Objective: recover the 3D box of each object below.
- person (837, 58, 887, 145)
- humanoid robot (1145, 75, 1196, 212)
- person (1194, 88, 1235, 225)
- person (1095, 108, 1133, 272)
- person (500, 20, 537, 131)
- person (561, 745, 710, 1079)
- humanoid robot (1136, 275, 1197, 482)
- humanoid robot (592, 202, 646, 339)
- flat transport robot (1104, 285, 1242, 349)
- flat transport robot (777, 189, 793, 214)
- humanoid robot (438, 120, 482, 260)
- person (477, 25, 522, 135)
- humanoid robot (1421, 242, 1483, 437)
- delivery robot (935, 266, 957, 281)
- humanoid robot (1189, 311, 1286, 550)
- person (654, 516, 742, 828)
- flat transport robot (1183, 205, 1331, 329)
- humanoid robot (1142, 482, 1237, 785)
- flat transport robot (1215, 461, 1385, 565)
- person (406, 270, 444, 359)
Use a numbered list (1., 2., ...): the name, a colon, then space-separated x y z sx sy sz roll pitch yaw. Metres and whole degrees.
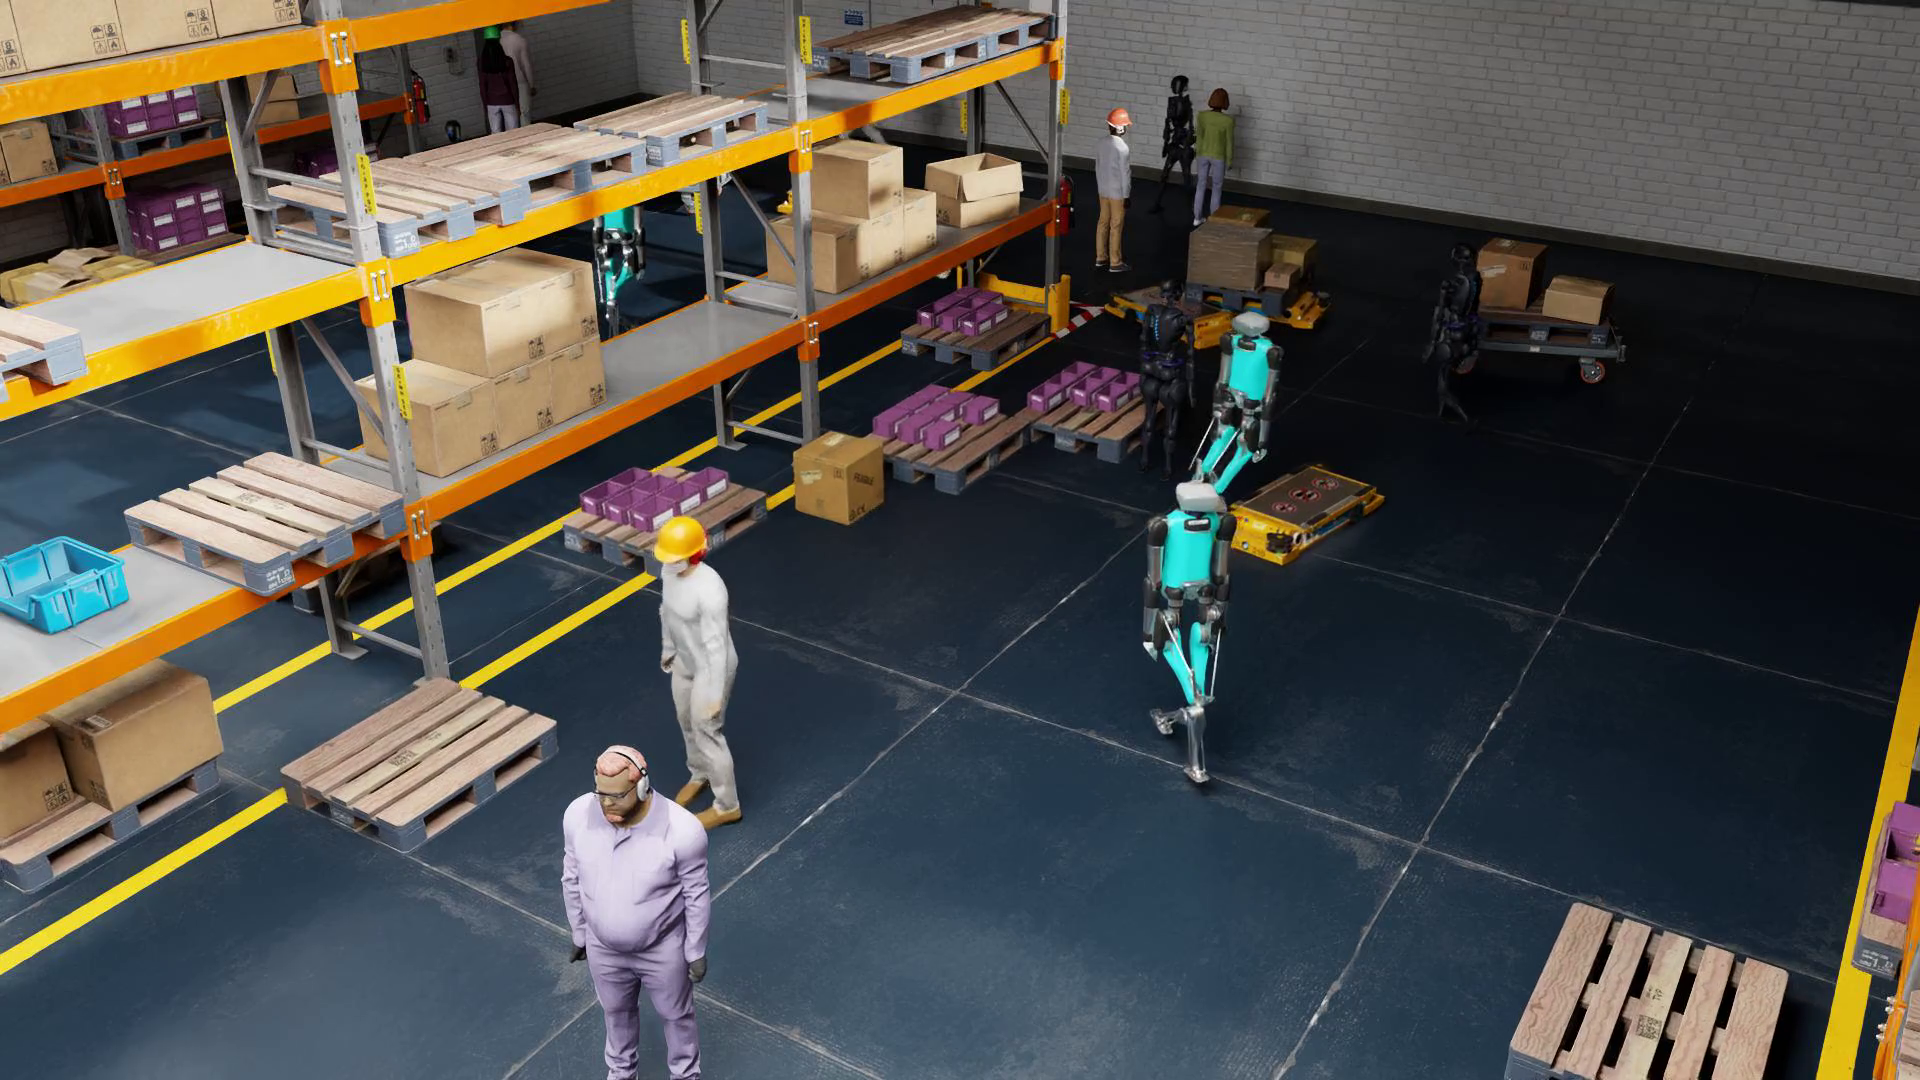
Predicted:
1. person: -1.357 -5.651 21.718 1.125 1.747 0.638 -3 27 -6
2. humanoid robot: 2.648 -4.767 20.073 0.664 1.648 0.589 -13 30 -24
3. person: 2.978 -4.476 19.519 0.492 1.624 0.283 17 32 31
4. person: 1.684 -3.798 18.040 0.324 1.751 0.558 -15 31 -27
5. person: -6.028 -6.184 22.544 0.629 1.936 0.367 11 29 21
6. person: -1.370 1.695 7.049 0.637 1.909 0.412 5 27 9
7. humanoid robot: 1.621 -1.297 13.183 0.315 1.657 0.599 -22 34 -36
8. humanoid robot: -3.286 -2.569 15.675 0.541 1.744 1.033 6 28 12
9. flat transport robot: 2.155 -2.246 16.623 0.659 0.231 1.431 -18 32 -31
10. flat transport robot: -1.659 -4.301 20.673 0.659 0.231 1.431 10 29 19
11. humanoid robot: -5.328 -3.751 18.038 0.609 1.646 0.448 -2 27 -4
12. person: -5.908 -5.613 21.409 0.488 1.946 0.429 -2 27 -5
13. humanoid robot: 4.246 -1.693 13.997 0.591 1.625 0.625 -20 33 -33
14. delivery robot: -0.277 -3.162 18.119 0.796 0.601 0.499 13 30 24
15. humanoid robot: 1.891 -0.711 11.988 0.786 1.792 0.532 -23 35 -37
16. person: -1.443 0.690 9.061 0.430 1.879 0.632 -20 33 -33
17. flat transport robot: 3.004 -2.430 16.986 1.431 0.231 0.659 13 30 24
18. humanoid robot: 1.368 0.600 9.438 0.555 1.757 1.033 -8 28 -15
19. flat transport robot: 2.574 -0.217 12.626 0.659 0.231 1.431 23 35 37
20. person: -4.071 -1.353 13.118 0.523 1.847 0.335 -20 33 -34
